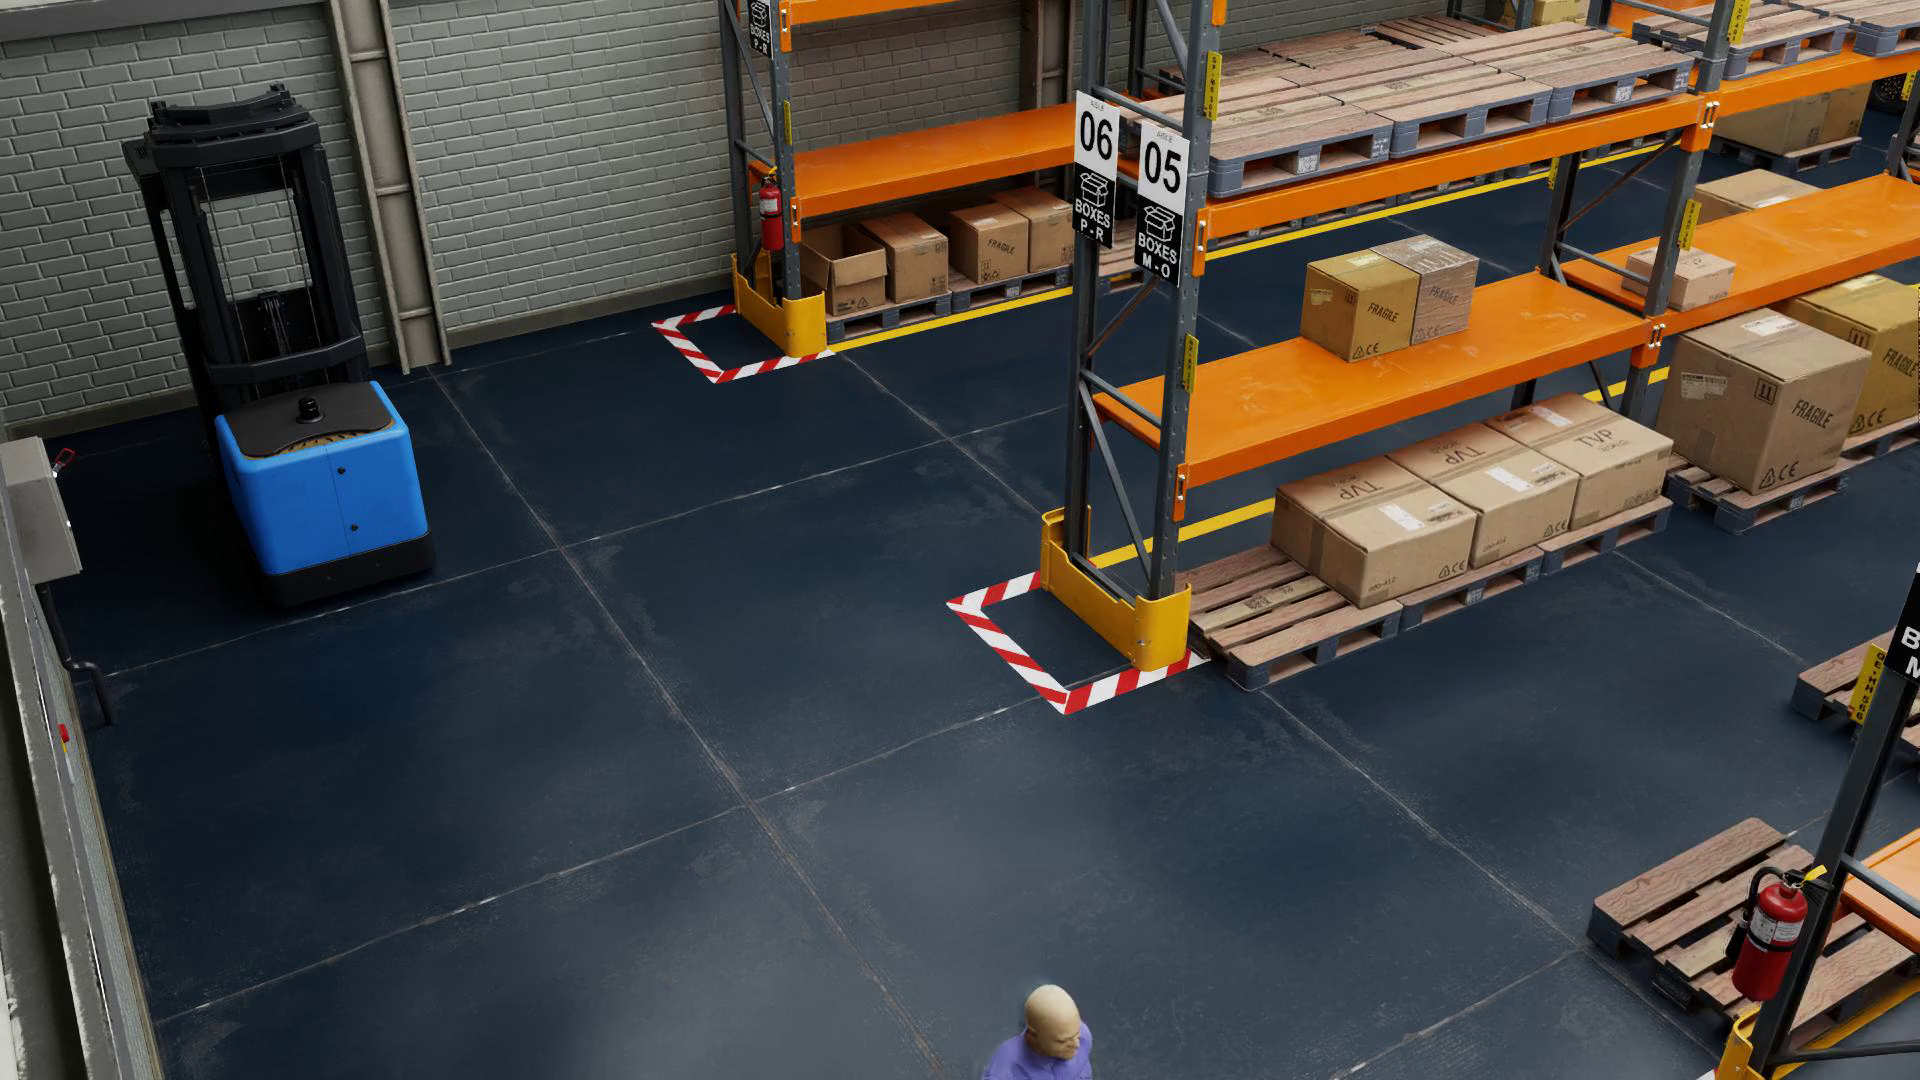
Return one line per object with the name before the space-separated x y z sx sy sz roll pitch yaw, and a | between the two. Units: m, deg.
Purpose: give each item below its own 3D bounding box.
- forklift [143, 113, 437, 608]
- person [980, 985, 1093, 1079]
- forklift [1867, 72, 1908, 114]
forklift | -4.289 -1.259 10.509 1.129 2.768 1.873 -17 36 -26
person | 0.344 2.289 5.817 0.602 1.766 0.852 -22 38 -31
forklift | 11.468 -5.645 18.244 1.214 2.155 2.313 -17 36 -26
